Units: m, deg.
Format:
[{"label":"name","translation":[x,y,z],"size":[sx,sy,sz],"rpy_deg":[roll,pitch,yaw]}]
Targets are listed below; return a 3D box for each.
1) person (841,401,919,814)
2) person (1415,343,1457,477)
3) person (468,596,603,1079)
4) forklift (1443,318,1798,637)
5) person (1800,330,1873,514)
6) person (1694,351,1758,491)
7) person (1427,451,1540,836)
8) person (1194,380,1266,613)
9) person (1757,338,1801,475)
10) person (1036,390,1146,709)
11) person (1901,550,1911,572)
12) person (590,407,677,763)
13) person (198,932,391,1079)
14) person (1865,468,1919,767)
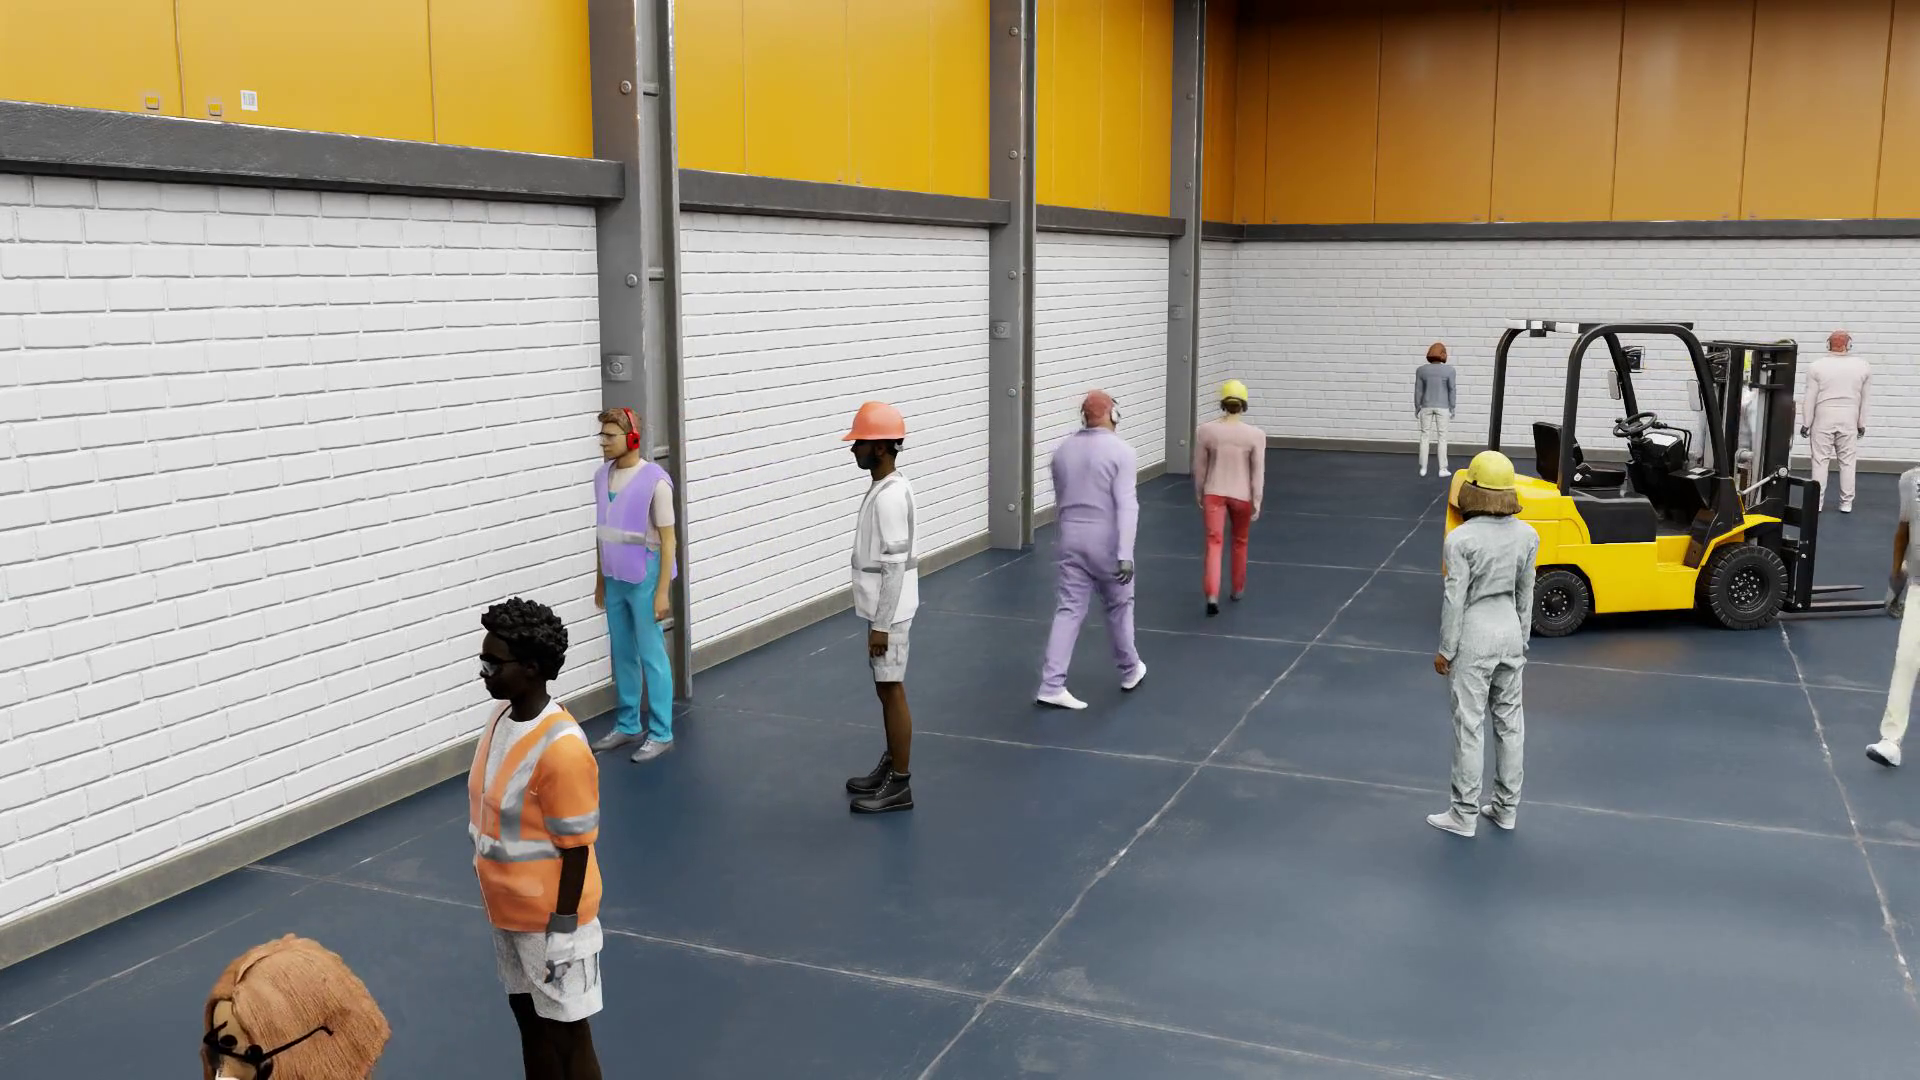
[{"label":"person","translation":[-0.374,0.316,7.838],"size":[0.354,1.939,0.545],"rpy_deg":[-1,9,-5]},{"label":"person","translation":[5.800,-1.590,20.305],"size":[0.498,1.633,0.285],"rpy_deg":[5,11,29]},{"label":"person","translation":[-1.146,0.989,4.489],"size":[0.319,1.696,0.532],"rpy_deg":[-7,12,-37]},{"label":"forklift","translation":[4.706,-0.497,11.990],"size":[2.313,2.155,1.214],"rpy_deg":[-2,10,-10]},{"label":"person","translation":[9.064,-1.222,17.264],"size":[0.642,1.905,0.399],"rpy_deg":[2,10,11]},{"label":"person","translation":[6.898,-0.784,14.883],"size":[0.444,1.809,0.616],"rpy_deg":[-6,11,-33]},{"label":"person","translation":[2.361,0.465,7.517],"size":[0.487,1.746,0.290],"rpy_deg":[-4,10,-22]},{"label":"person","translation":[2.004,-0.333,12.423],"size":[0.526,1.722,0.923],"rpy_deg":[2,10,13]},{"label":"person","translation":[8.149,-1.105,16.738],"size":[0.720,1.848,0.527],"rpy_deg":[-5,11,-28]},{"label":"person","translation":[0.814,0.054,9.761],"size":[0.704,1.836,0.990],"rpy_deg":[8,12,41]},{"label":"person","translation":[8.121,-0.546,13.500],"size":[0.529,1.805,0.965],"rpy_deg":[-1,9,-3]},{"label":"person","translation":[-1.689,0.224,8.676],"size":[0.570,1.843,0.372],"rpy_deg":[8,12,41]},{"label":"person","translation":[-0.917,1.352,2.613],"size":[0.505,1.595,0.821],"rpy_deg":[7,12,37]},{"label":"person","translation":[4.949,0.268,8.442],"size":[0.554,1.830,0.913],"rpy_deg":[9,13,43]}]
